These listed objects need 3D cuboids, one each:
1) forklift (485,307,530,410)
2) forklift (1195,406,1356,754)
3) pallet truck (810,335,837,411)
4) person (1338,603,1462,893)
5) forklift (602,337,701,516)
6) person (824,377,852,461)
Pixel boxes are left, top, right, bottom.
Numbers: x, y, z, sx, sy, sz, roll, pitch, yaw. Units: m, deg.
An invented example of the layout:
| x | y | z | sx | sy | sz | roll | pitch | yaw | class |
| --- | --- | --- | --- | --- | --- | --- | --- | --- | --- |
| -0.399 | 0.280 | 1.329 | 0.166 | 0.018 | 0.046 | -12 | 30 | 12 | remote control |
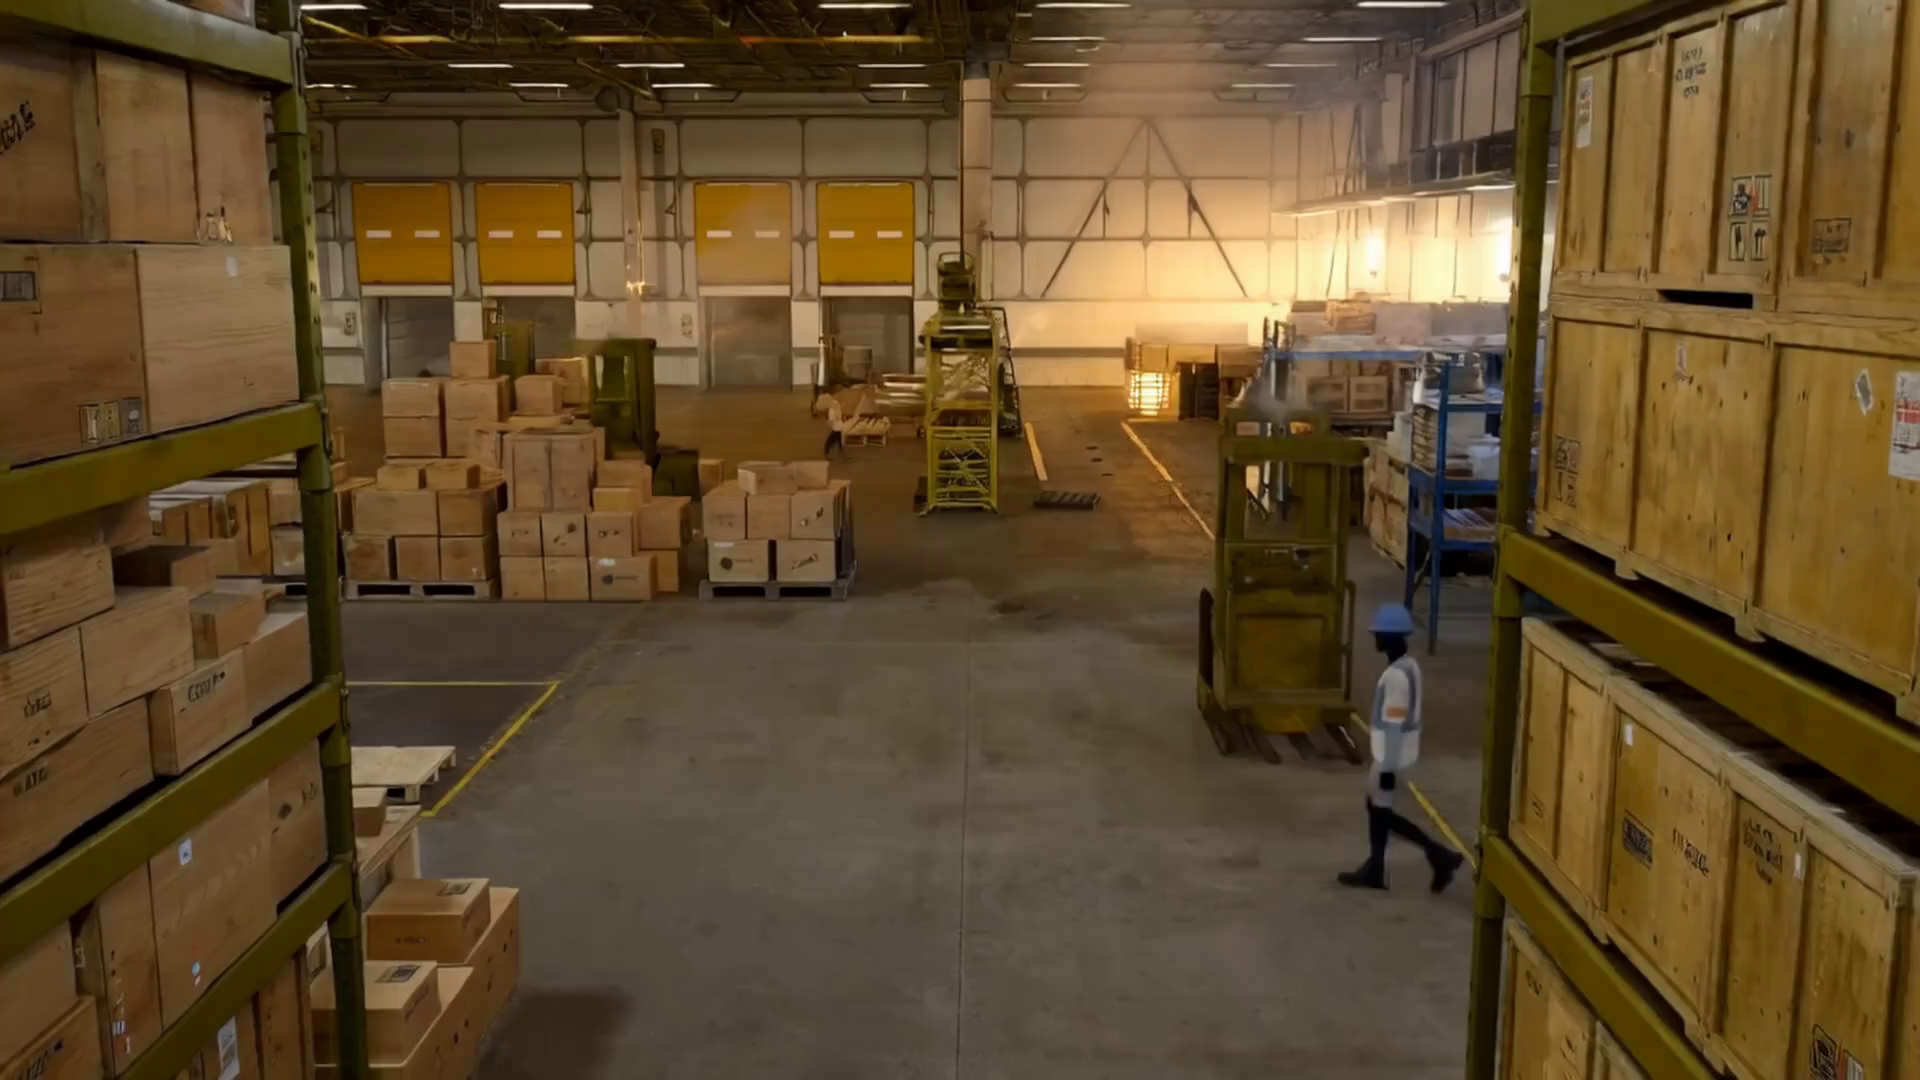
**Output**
| x | y | z | sx | sy | sz | roll | pitch | yaw | class |
| --- | --- | --- | --- | --- | --- | --- | --- | --- | --- |
| -10.754 | -4.150 | 39.646 | 1.129 | 2.768 | 1.873 | 0 | 10 | 1 | forklift |
| 2.694 | 0.240 | 14.316 | 1.129 | 2.768 | 1.873 | 0 | 10 | 1 | forklift |
| -3.021 | -4.312 | 43.126 | 1.885 | 1.965 | 0.823 | 3 | 10 | 17 | pallet truck |
| 2.841 | 1.356 | 10.659 | 0.696 | 1.916 | 0.554 | 3 | 10 | 18 | person |
| -5.028 | -1.701 | 25.518 | 1.129 | 2.768 | 1.873 | 8 | 13 | 40 | forklift |
| -2.394 | -2.403 | 33.030 | 0.790 | 1.660 | 0.542 | 4 | 11 | 24 | person |
